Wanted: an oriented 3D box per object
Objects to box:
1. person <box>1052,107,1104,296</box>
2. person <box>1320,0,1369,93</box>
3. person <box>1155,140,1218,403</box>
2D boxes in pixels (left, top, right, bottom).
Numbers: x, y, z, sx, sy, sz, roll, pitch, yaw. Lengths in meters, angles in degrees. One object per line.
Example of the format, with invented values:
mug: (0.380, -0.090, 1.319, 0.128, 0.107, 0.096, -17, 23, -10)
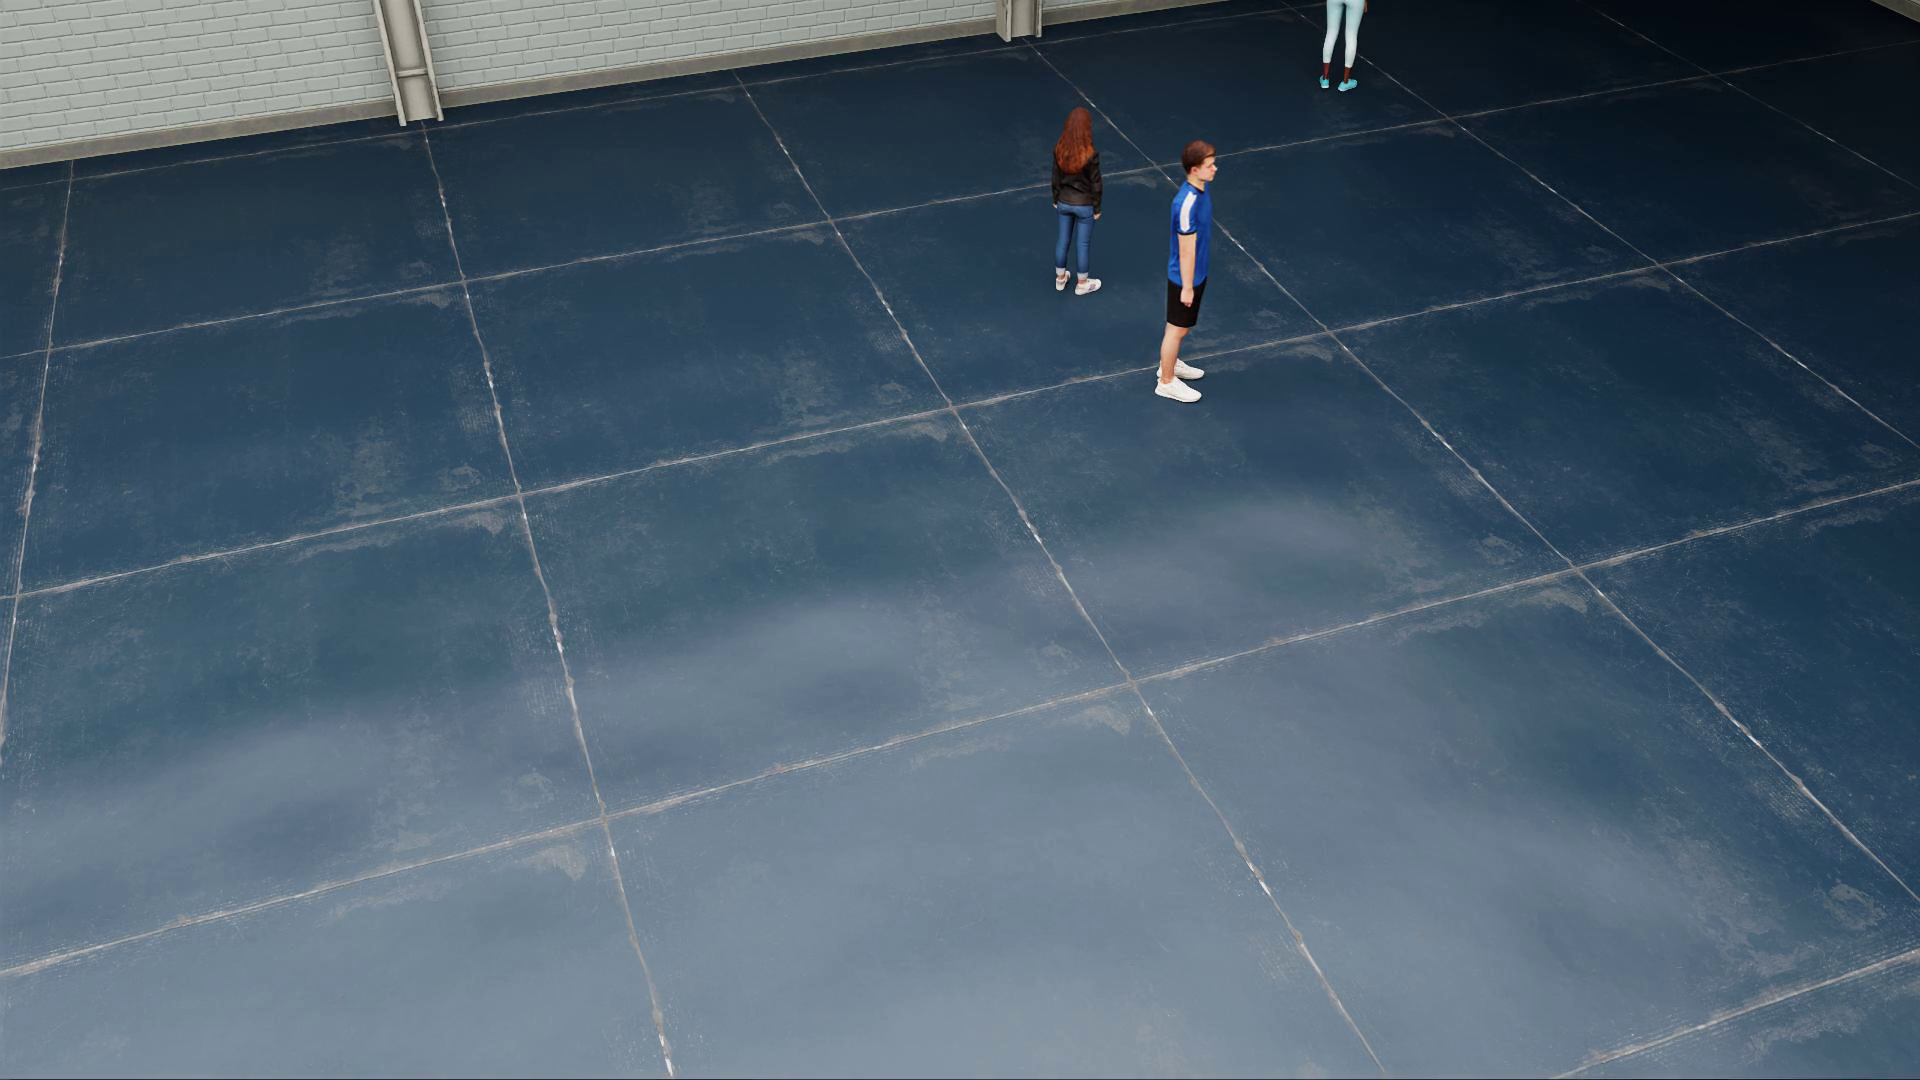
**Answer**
person: (0.874, -2.550, 12.517, 0.640, 1.483, 0.689, 19, 42, 23)
person: (3.620, -5.083, 15.560, 0.644, 1.724, 0.705, 15, 40, 18)
person: (1.543, -1.847, 11.308, 0.767, 1.866, 0.758, 8, 39, 10)
